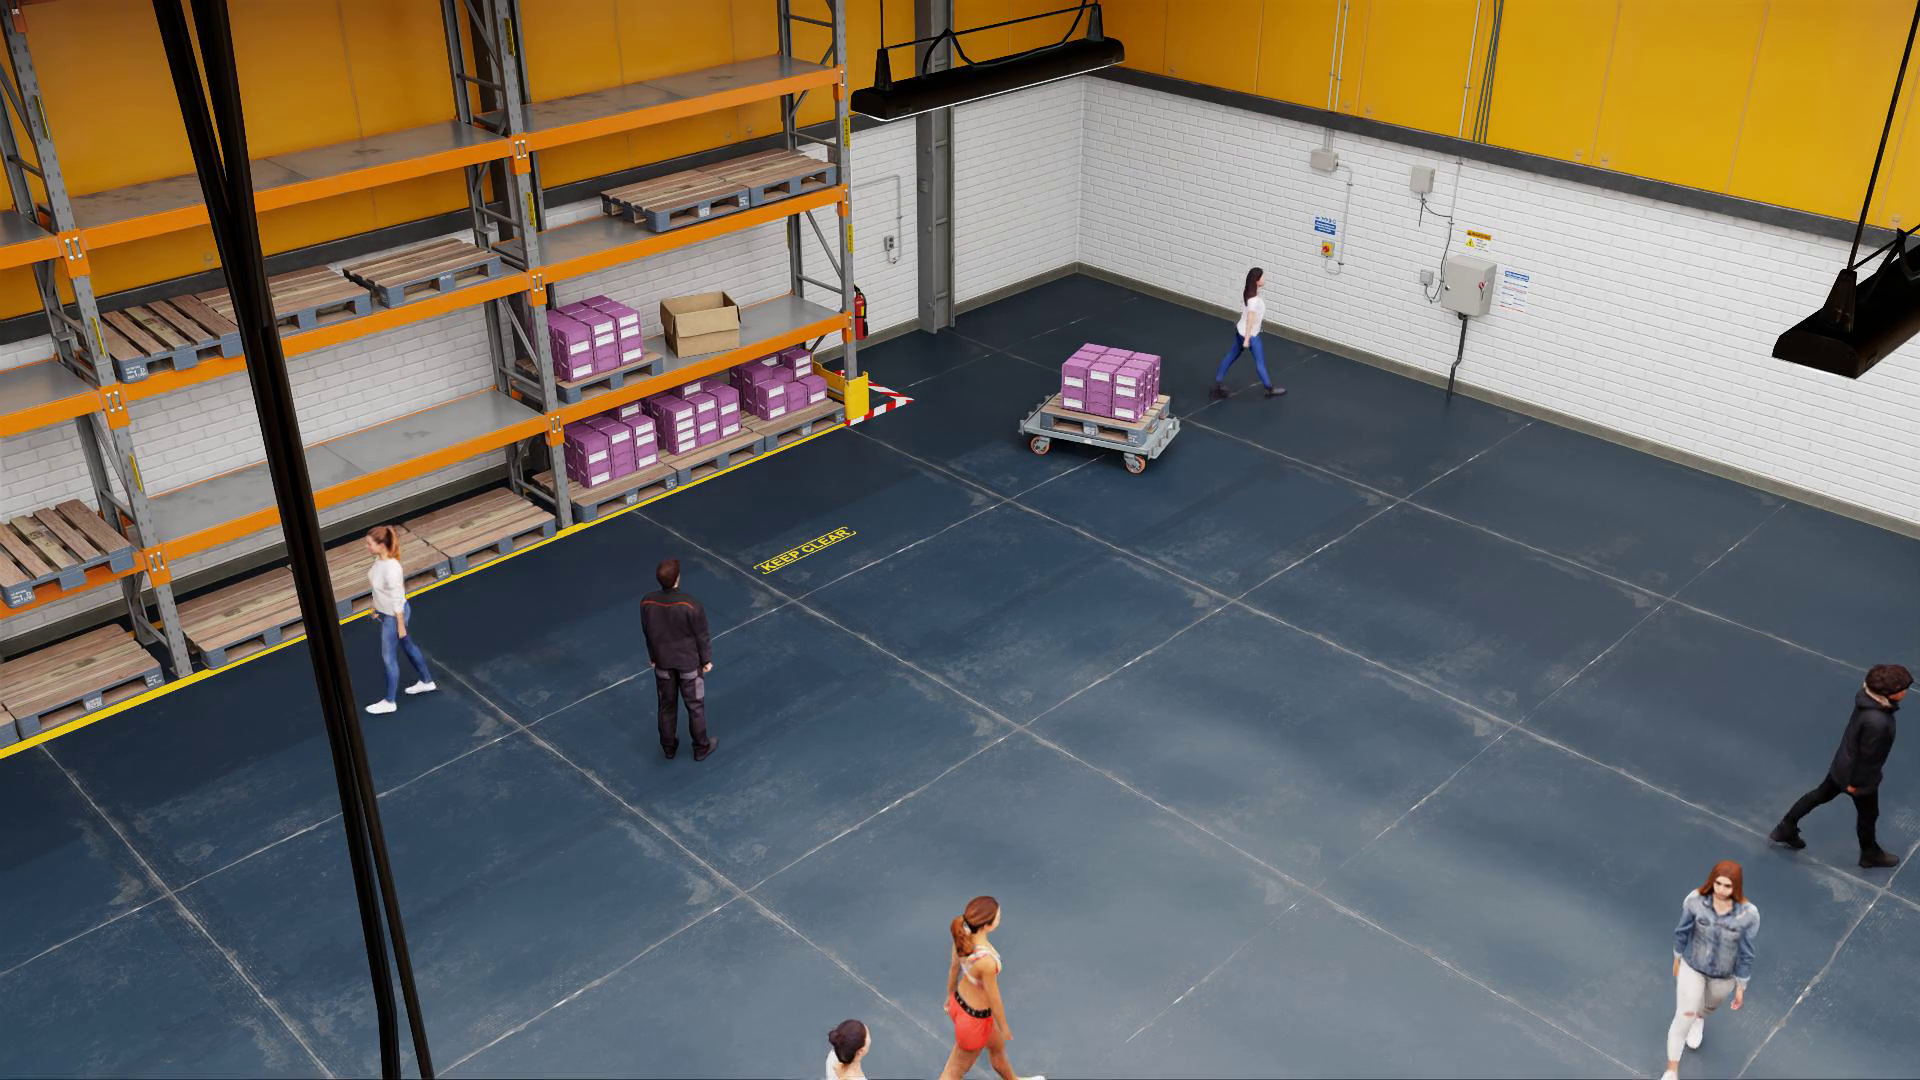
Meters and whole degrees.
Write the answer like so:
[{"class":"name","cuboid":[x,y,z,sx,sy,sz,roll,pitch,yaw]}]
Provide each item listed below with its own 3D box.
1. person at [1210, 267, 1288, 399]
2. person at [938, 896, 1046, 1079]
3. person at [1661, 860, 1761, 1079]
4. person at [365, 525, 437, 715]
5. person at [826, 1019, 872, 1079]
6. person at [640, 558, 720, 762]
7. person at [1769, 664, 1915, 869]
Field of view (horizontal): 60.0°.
[{"class":"person","cuboid":[3.341,-2.421,19.829,1.185,1.633,1.088,-2,29,-3]},{"class":"person","cuboid":[0.002,2.910,9.947,1.222,1.735,0.872,-12,31,-22]},{"class":"person","cuboid":[4.726,2.663,10.467,0.870,1.671,1.168,13,31,22]},{"class":"person","cuboid":[-4.759,0.628,14.155,0.933,1.712,0.788,-13,31,-22]},{"class":"person","cuboid":[-0.695,3.352,9.284,0.999,1.596,0.644,-19,34,-31]},{"class":"person","cuboid":[-2.276,0.968,13.399,0.796,1.839,0.795,5,29,9]},{"class":"person","cuboid":[6.509,1.653,12.244,1.090,1.743,1.156,6,29,11]}]
